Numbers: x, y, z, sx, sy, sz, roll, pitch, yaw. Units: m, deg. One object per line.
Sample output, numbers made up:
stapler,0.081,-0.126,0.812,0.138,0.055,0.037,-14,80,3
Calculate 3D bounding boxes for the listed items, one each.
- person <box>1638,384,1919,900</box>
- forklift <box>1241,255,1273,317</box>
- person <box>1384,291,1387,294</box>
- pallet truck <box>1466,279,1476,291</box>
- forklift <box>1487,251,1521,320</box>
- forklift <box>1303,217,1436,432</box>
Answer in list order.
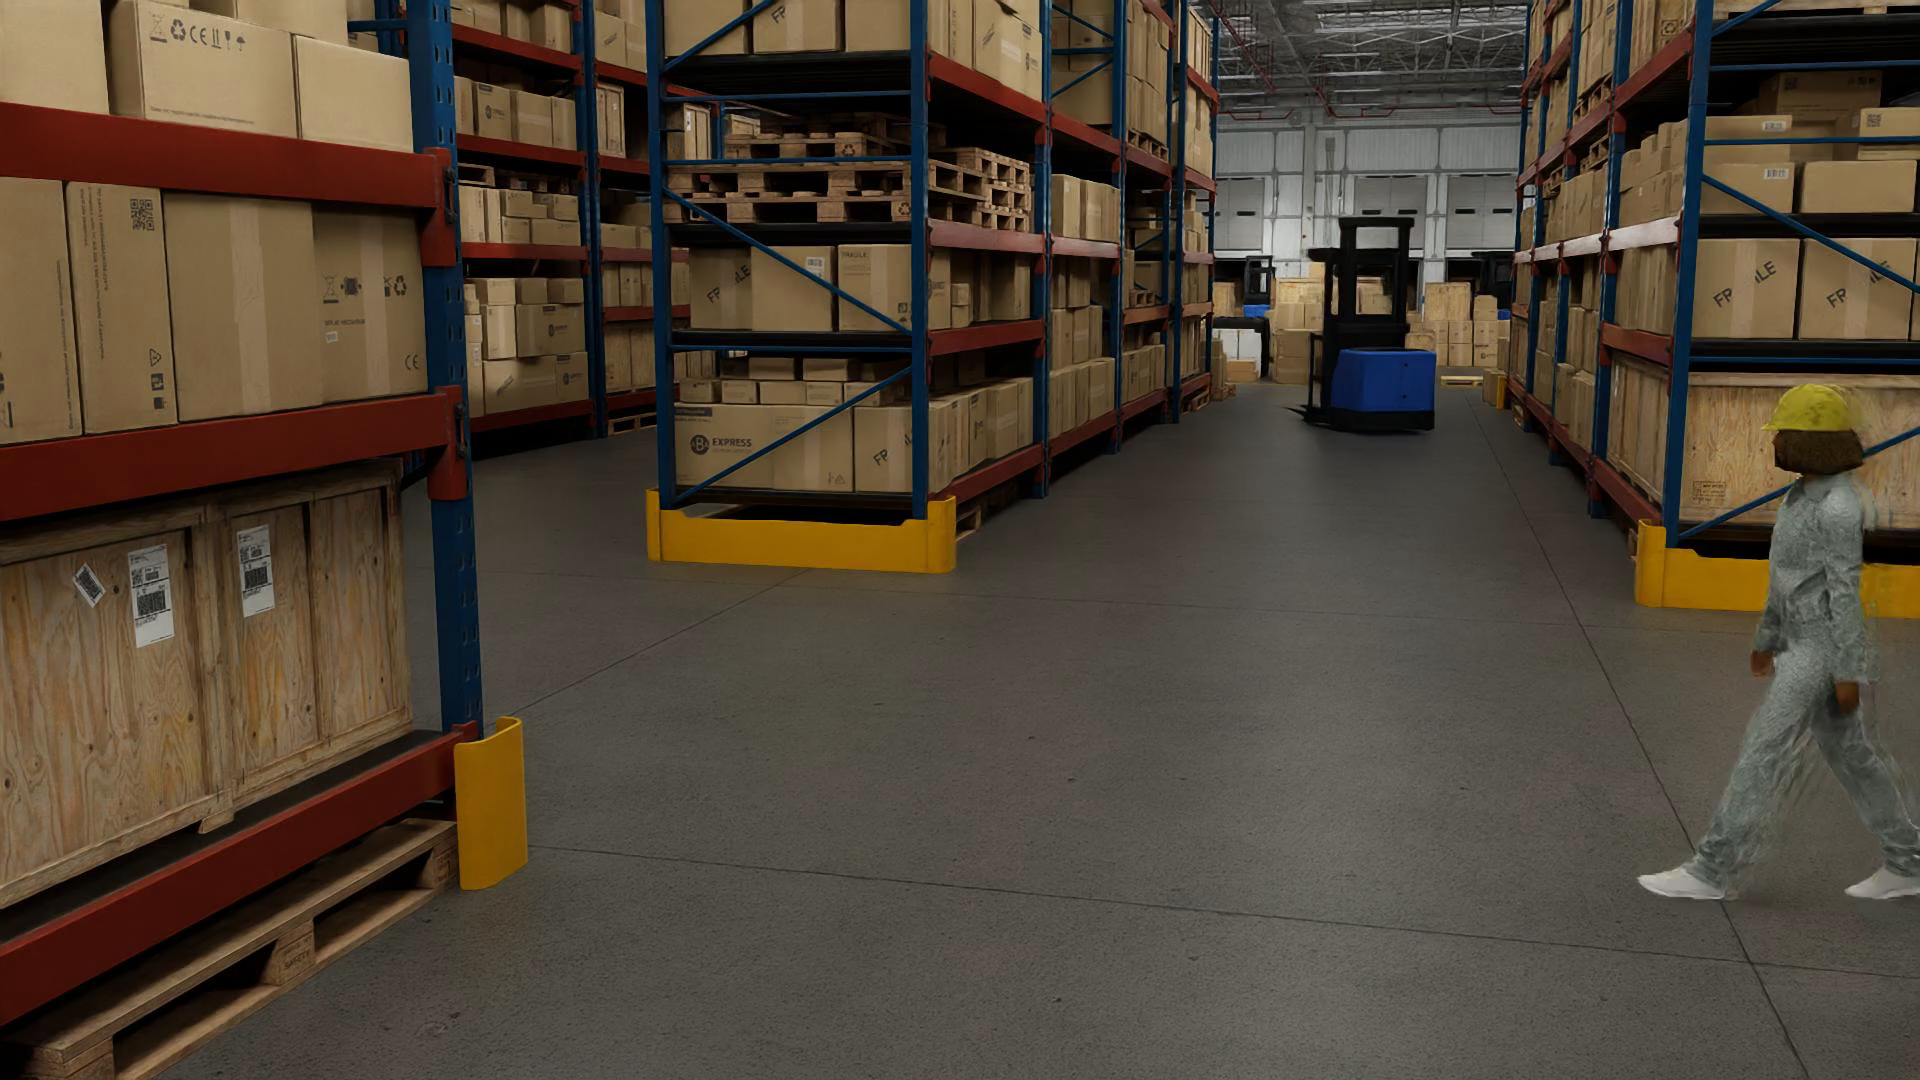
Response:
person,2.740,0.345,5.335,0.911,1.696,0.503,2,9,14
forklift,10.553,-8.661,58.801,1.129,2.768,1.873,2,9,15
person,14.199,-7.711,55.861,0.534,1.902,0.664,0,9,3
pallet truck,18.896,-8.459,60.307,1.885,1.965,0.823,5,10,31
forklift,15.998,-7.114,48.972,1.129,2.768,1.873,-2,9,-11
forklift,5.487,-2.884,22.095,1.129,2.768,1.873,-2,9,-10
